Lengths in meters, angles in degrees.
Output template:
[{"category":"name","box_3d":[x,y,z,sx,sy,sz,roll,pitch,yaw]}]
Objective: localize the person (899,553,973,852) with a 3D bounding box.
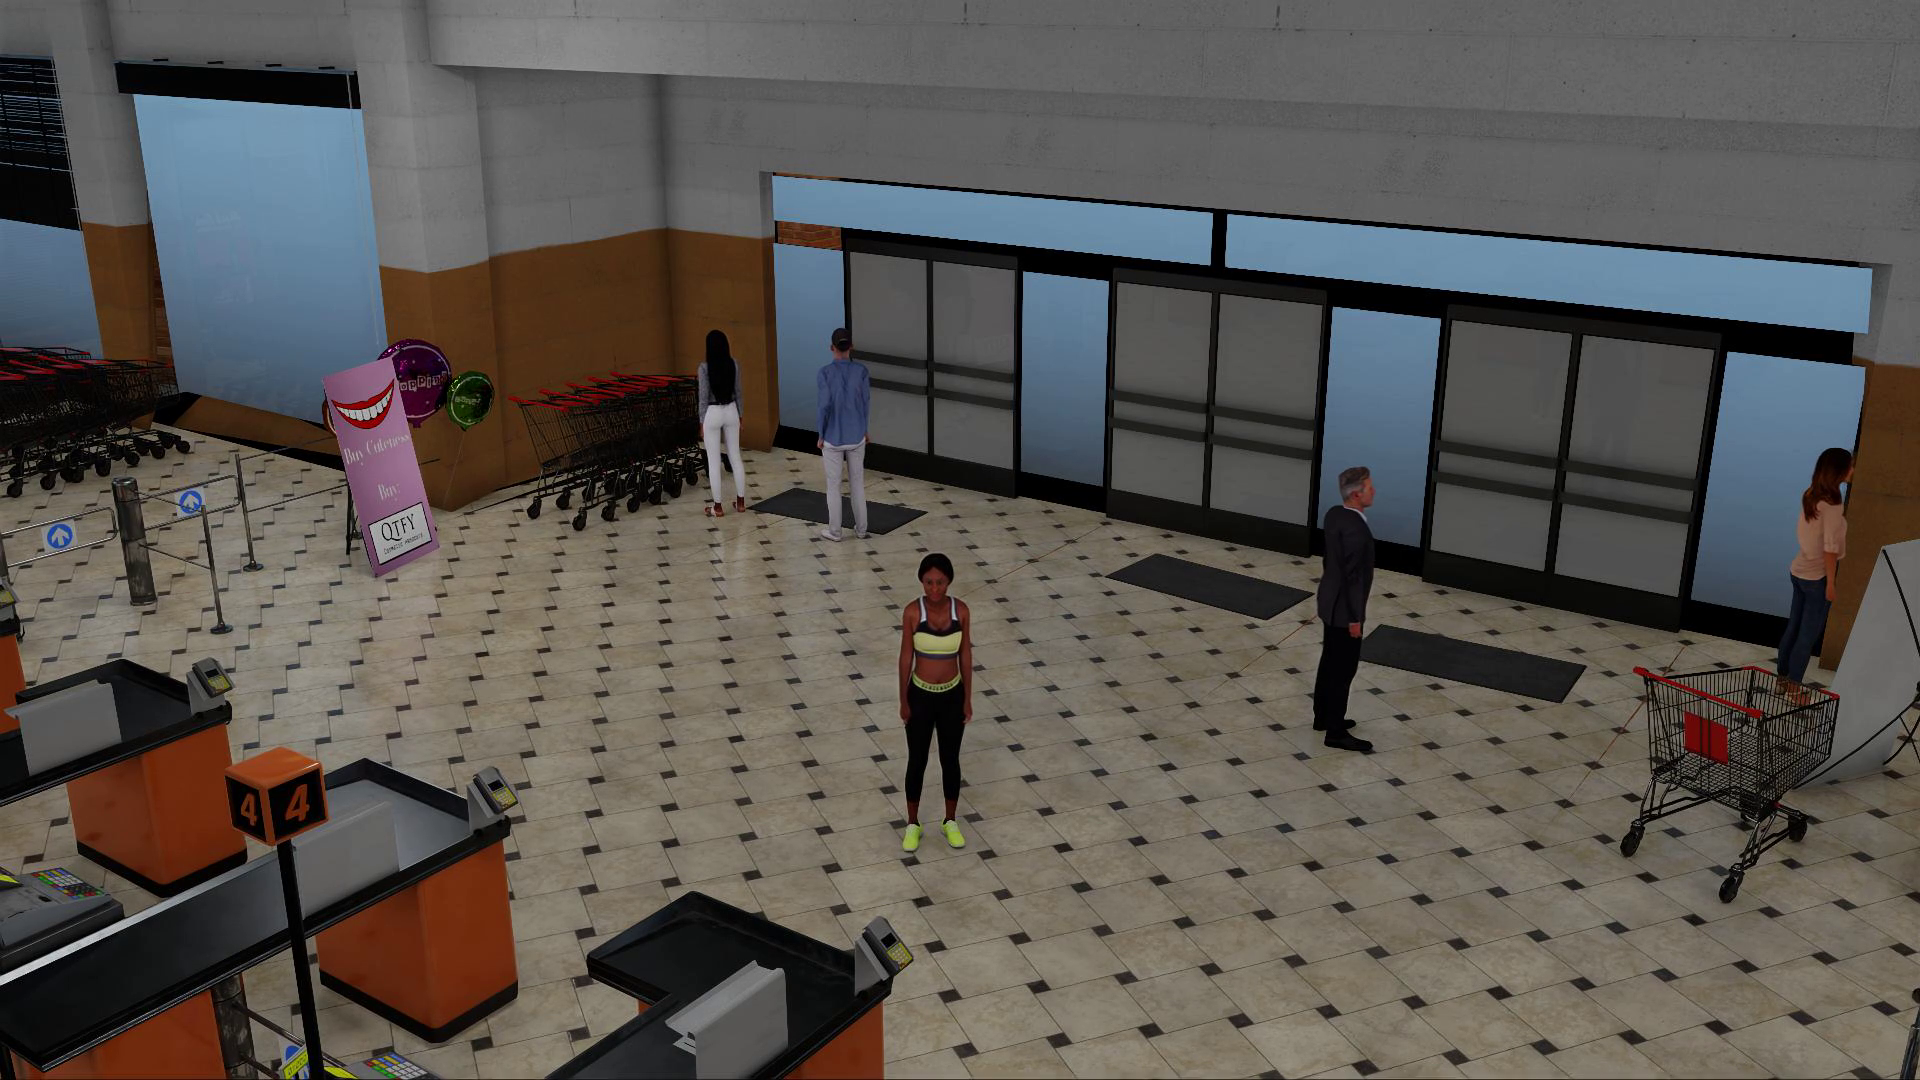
[{"category":"person","box_3d":[-0.135,0.896,9.297,0.638,1.753,0.689,-3,19,-7]}]

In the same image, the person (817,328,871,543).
[{"category":"person","box_3d":[-1.017,-0.916,14.459,0.682,1.888,0.802,-8,20,-23]}]

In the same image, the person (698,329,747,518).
[{"category":"person","box_3d":[-2.187,-1.079,15.197,0.578,1.724,0.720,-11,22,-30]}]

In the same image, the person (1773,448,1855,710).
[{"category":"person","box_3d":[5.731,0.242,11.173,0.727,1.792,0.618,2,19,5]}]

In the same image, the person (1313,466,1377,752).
[{"category":"person","box_3d":[2.455,0.408,10.605,0.865,1.842,0.769,-1,19,-2]}]
